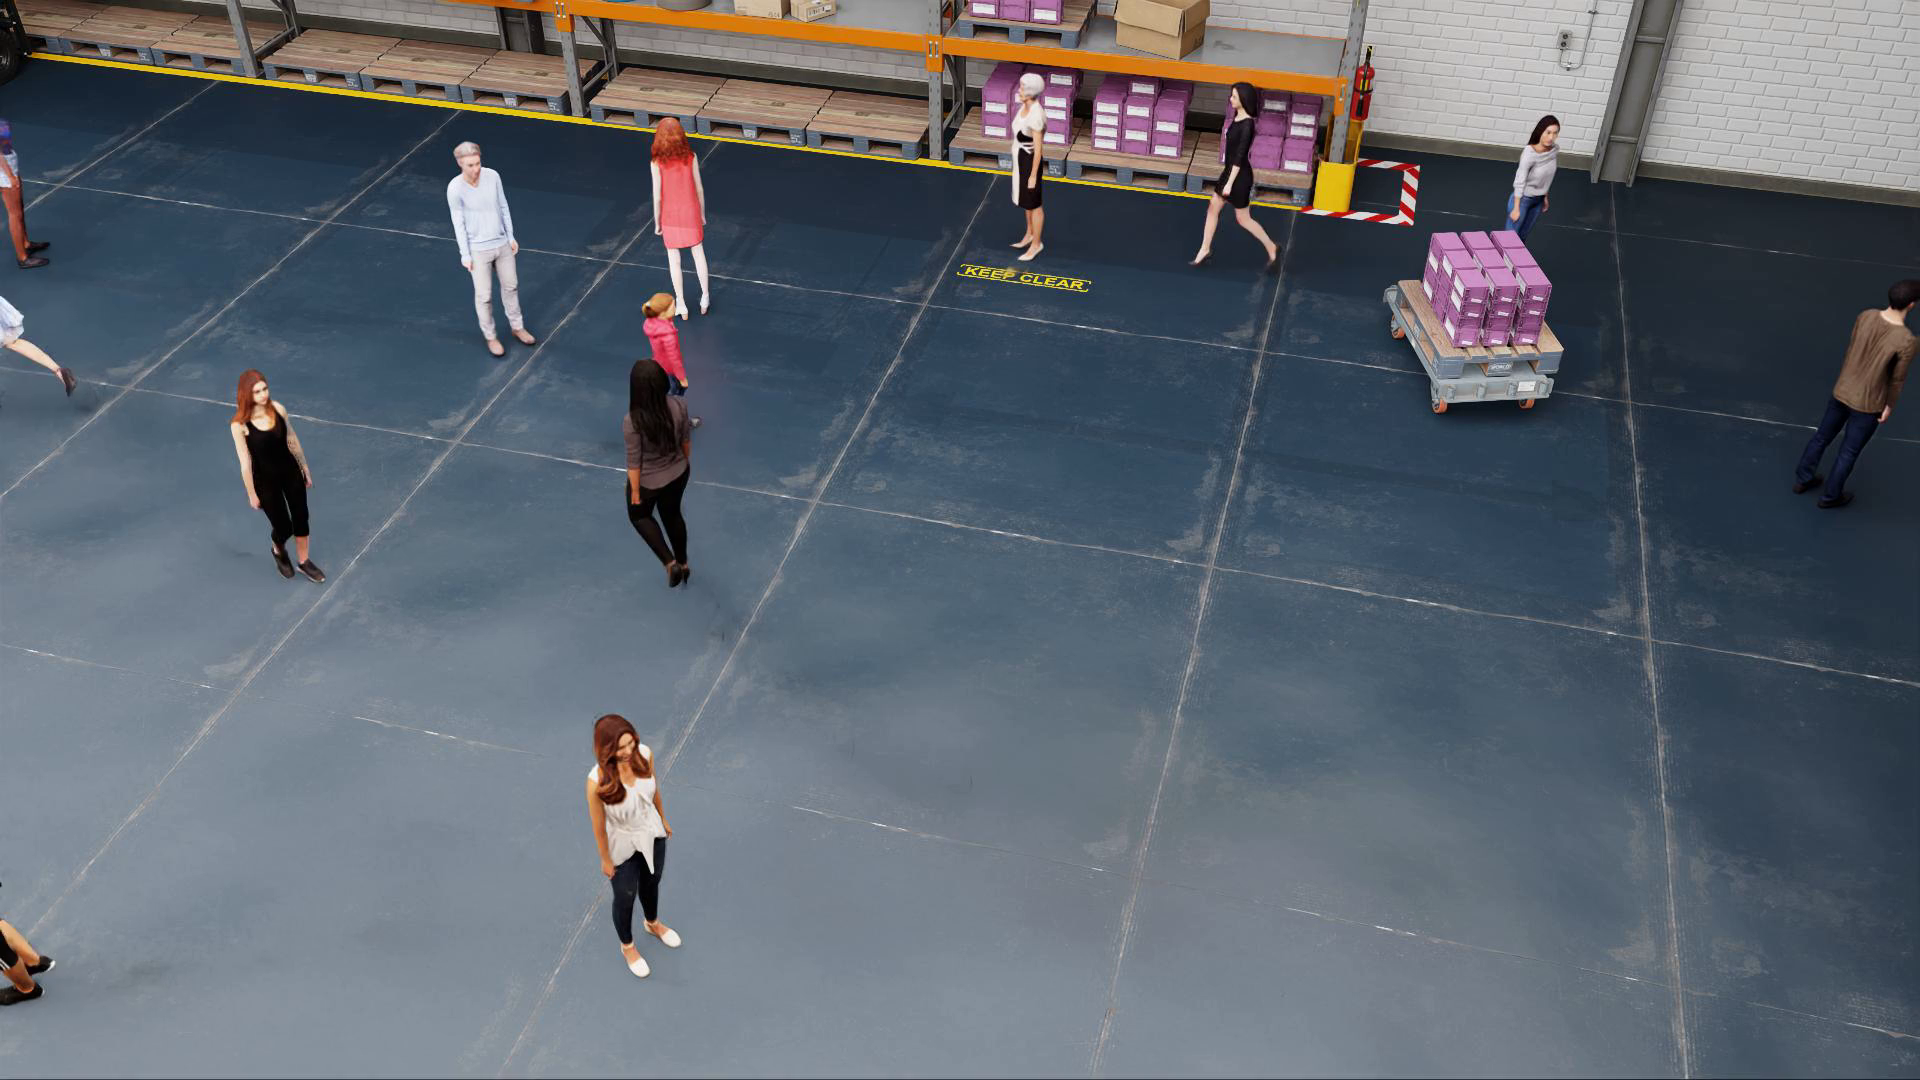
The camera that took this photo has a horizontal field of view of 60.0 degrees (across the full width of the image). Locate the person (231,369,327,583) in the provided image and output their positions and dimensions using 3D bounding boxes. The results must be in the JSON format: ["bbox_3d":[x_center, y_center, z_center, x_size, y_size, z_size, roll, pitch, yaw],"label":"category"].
[{"bbox_3d":[-4.716,-0.441,11.375,0.775,1.718,0.717,27,46,30],"label":"person"}]

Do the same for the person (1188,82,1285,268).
[{"bbox_3d":[2.540,-3.151,14.728,1.151,1.767,0.820,-2,39,-3],"label":"person"}]

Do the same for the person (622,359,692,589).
[{"bbox_3d":[-1.969,-0.362,11.189,0.828,1.826,0.883,-28,46,-31],"label":"person"}]

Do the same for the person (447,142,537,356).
[{"bbox_3d":[-3.911,-2.424,13.722,0.752,1.888,0.764,-31,48,-33],"label":"person"}]

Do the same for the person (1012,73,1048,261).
[{"bbox_3d":[0.641,-3.362,15.004,0.674,1.754,0.711,-5,39,-7],"label":"person"}]

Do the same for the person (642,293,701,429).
[{"bbox_3d":[-2.309,-1.307,12.789,0.723,1.306,0.664,-14,41,-17],"label":"person"}]

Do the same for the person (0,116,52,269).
[{"bbox_3d":[-8.590,-3.305,14.945,0.741,1.737,0.694,-16,41,-19],"label":"person"}]

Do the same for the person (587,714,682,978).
[{"bbox_3d":[-1.740,1.580,8.792,0.668,1.784,0.674,28,46,31],"label":"person"}]

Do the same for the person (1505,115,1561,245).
[{"bbox_3d":[4.975,-2.978,14.622,0.667,1.630,0.715,-22,44,-26],"label":"person"}]

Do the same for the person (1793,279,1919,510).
[{"bbox_3d":[6.498,-1.053,12.005,0.790,1.889,0.744,-17,42,-20],"label":"person"}]

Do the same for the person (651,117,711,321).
[{"bbox_3d":[-2.379,-2.730,14.154,0.660,1.827,0.734,-18,42,-21],"label":"person"}]
